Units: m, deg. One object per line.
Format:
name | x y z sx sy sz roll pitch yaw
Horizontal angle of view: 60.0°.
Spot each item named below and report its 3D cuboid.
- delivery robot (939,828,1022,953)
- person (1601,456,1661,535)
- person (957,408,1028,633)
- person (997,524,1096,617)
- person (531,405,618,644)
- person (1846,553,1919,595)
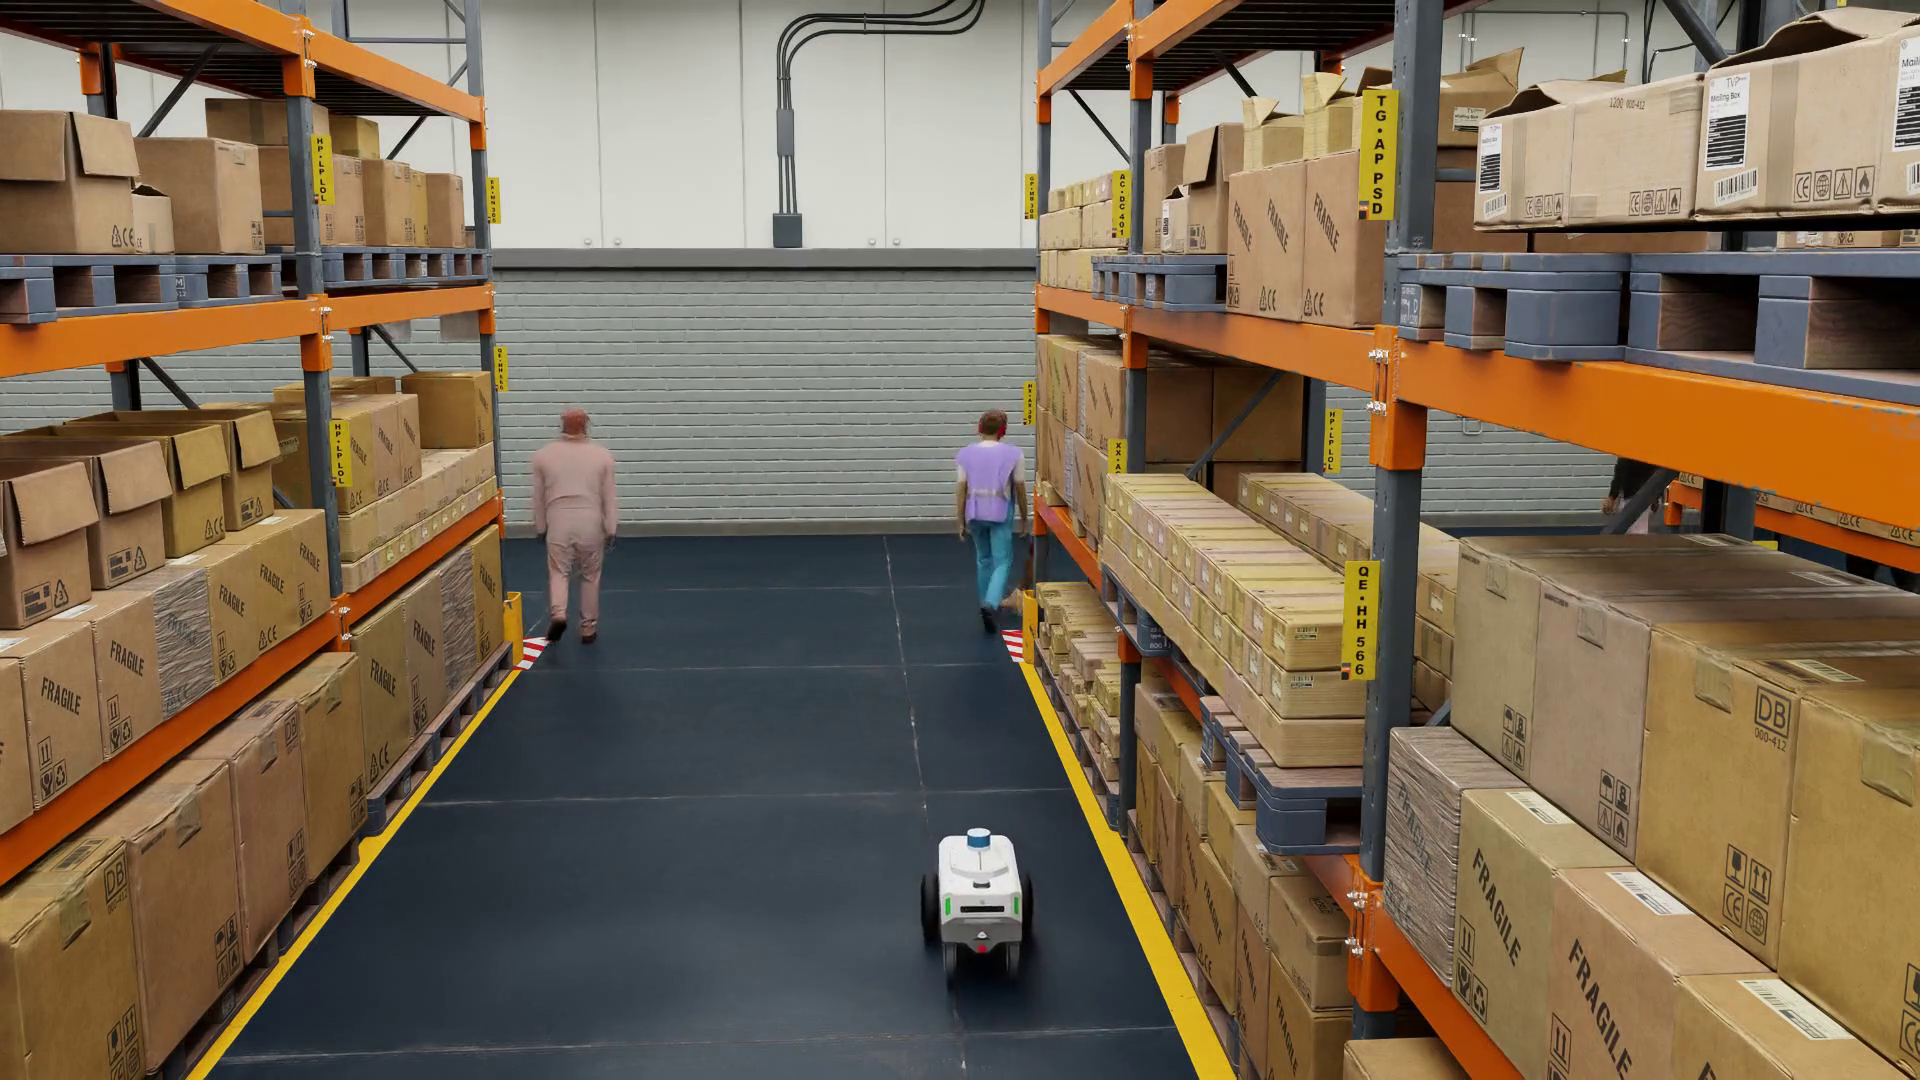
delivery robot | 0.081 1.497 7.220 0.477 0.478 0.707 0 10 -2
person | 5.840 -0.411 14.565 0.706 1.968 0.615 8 12 38
person | 0.248 -0.167 13.573 0.568 1.814 0.763 4 10 20
person | 0.784 -0.321 14.000 1.047 1.987 0.629 -4 10 -23
person | -3.003 -0.101 12.994 0.661 1.890 0.486 -1 10 -8
person | 7.146 -0.142 12.781 0.686 2.000 1.046 -1 10 -5
